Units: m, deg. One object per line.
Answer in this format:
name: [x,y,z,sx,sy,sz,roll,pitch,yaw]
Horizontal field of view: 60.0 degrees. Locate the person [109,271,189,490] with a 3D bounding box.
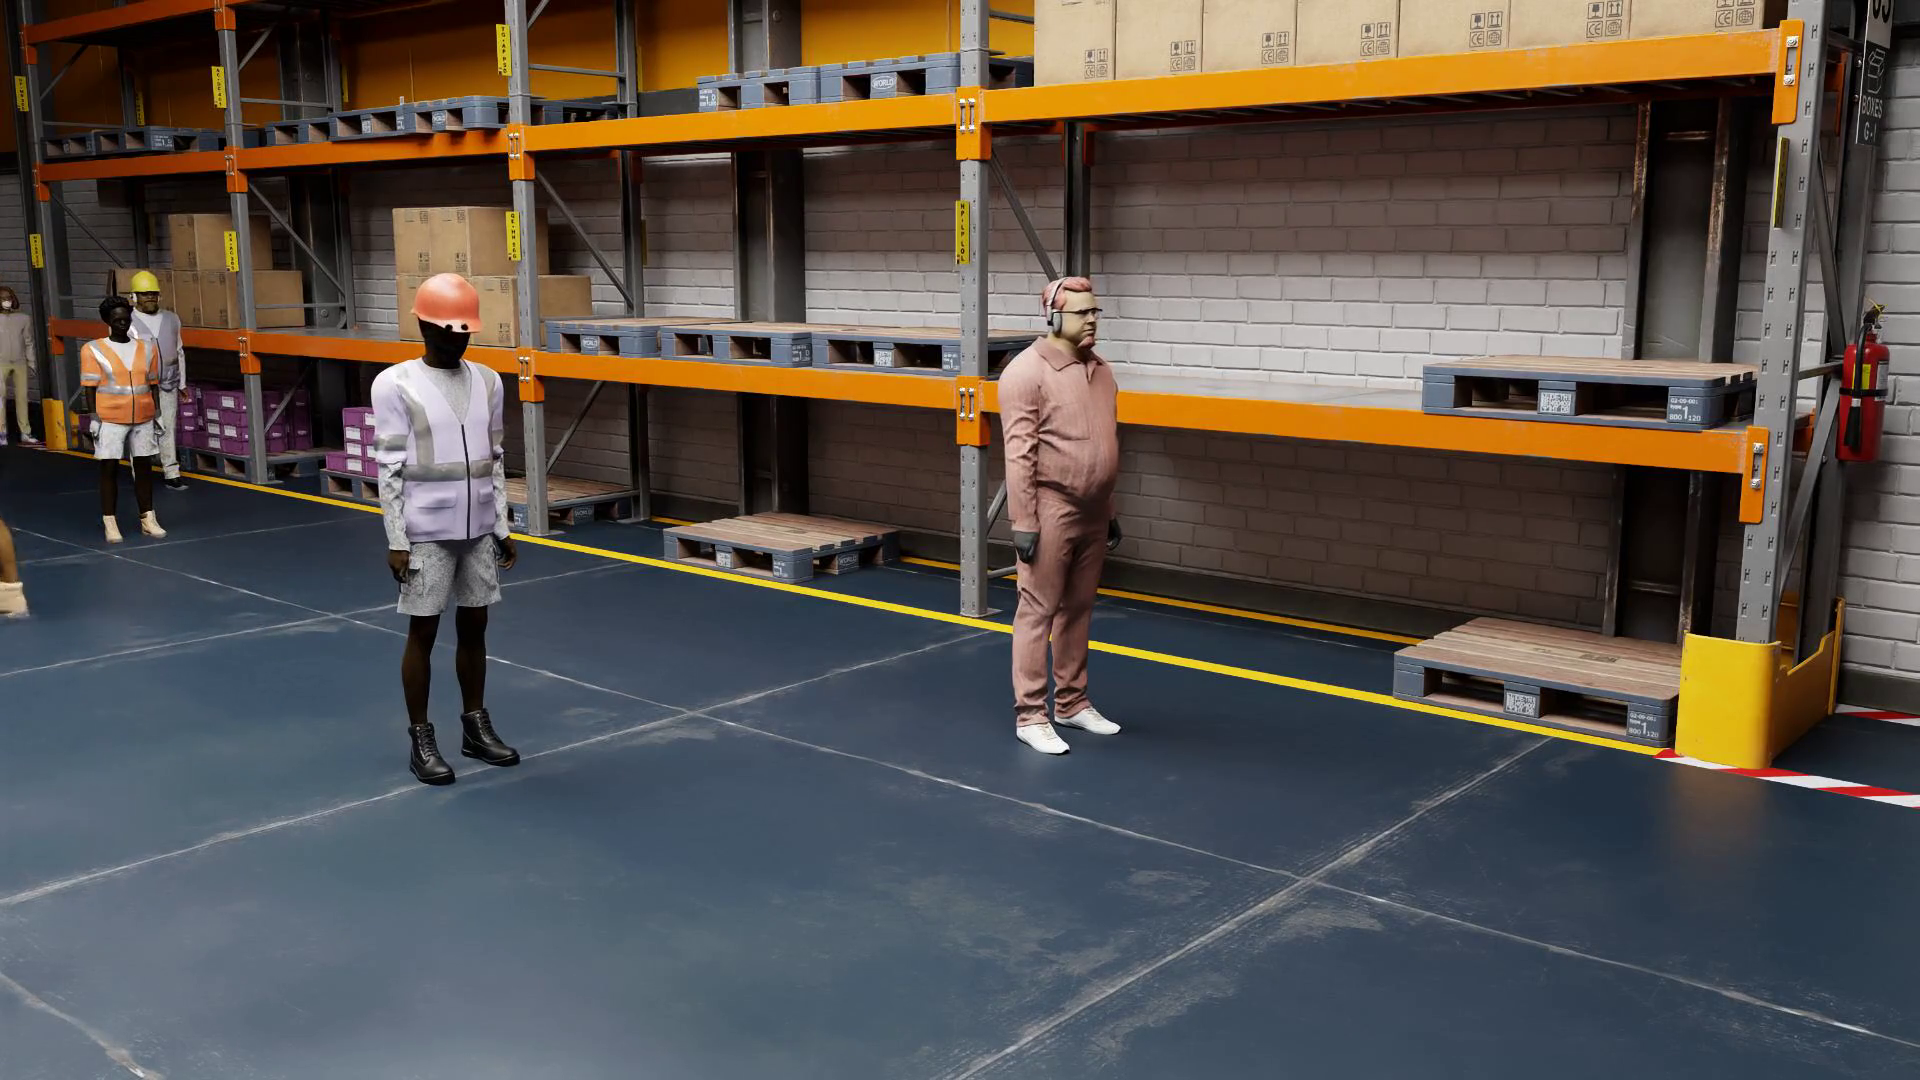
person: [-6.693,-1.302,13.784,0.403,1.833,0.586,8,13,40]

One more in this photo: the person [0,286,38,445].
person: [-9.817,-1.800,17.190,0.283,1.633,0.497,8,13,40]

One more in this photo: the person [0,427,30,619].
person: [-5.399,-0.534,8.895,0.640,2.011,0.693,-1,10,-8]

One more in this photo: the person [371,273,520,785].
person: [-1.941,-0.046,6.362,0.368,1.929,0.542,8,13,40]

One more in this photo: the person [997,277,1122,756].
person: [0.443,-0.105,6.761,0.409,1.909,0.639,8,13,40]

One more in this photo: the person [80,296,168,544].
person: [-5.773,-0.833,11.506,0.319,1.696,0.532,8,13,40]
